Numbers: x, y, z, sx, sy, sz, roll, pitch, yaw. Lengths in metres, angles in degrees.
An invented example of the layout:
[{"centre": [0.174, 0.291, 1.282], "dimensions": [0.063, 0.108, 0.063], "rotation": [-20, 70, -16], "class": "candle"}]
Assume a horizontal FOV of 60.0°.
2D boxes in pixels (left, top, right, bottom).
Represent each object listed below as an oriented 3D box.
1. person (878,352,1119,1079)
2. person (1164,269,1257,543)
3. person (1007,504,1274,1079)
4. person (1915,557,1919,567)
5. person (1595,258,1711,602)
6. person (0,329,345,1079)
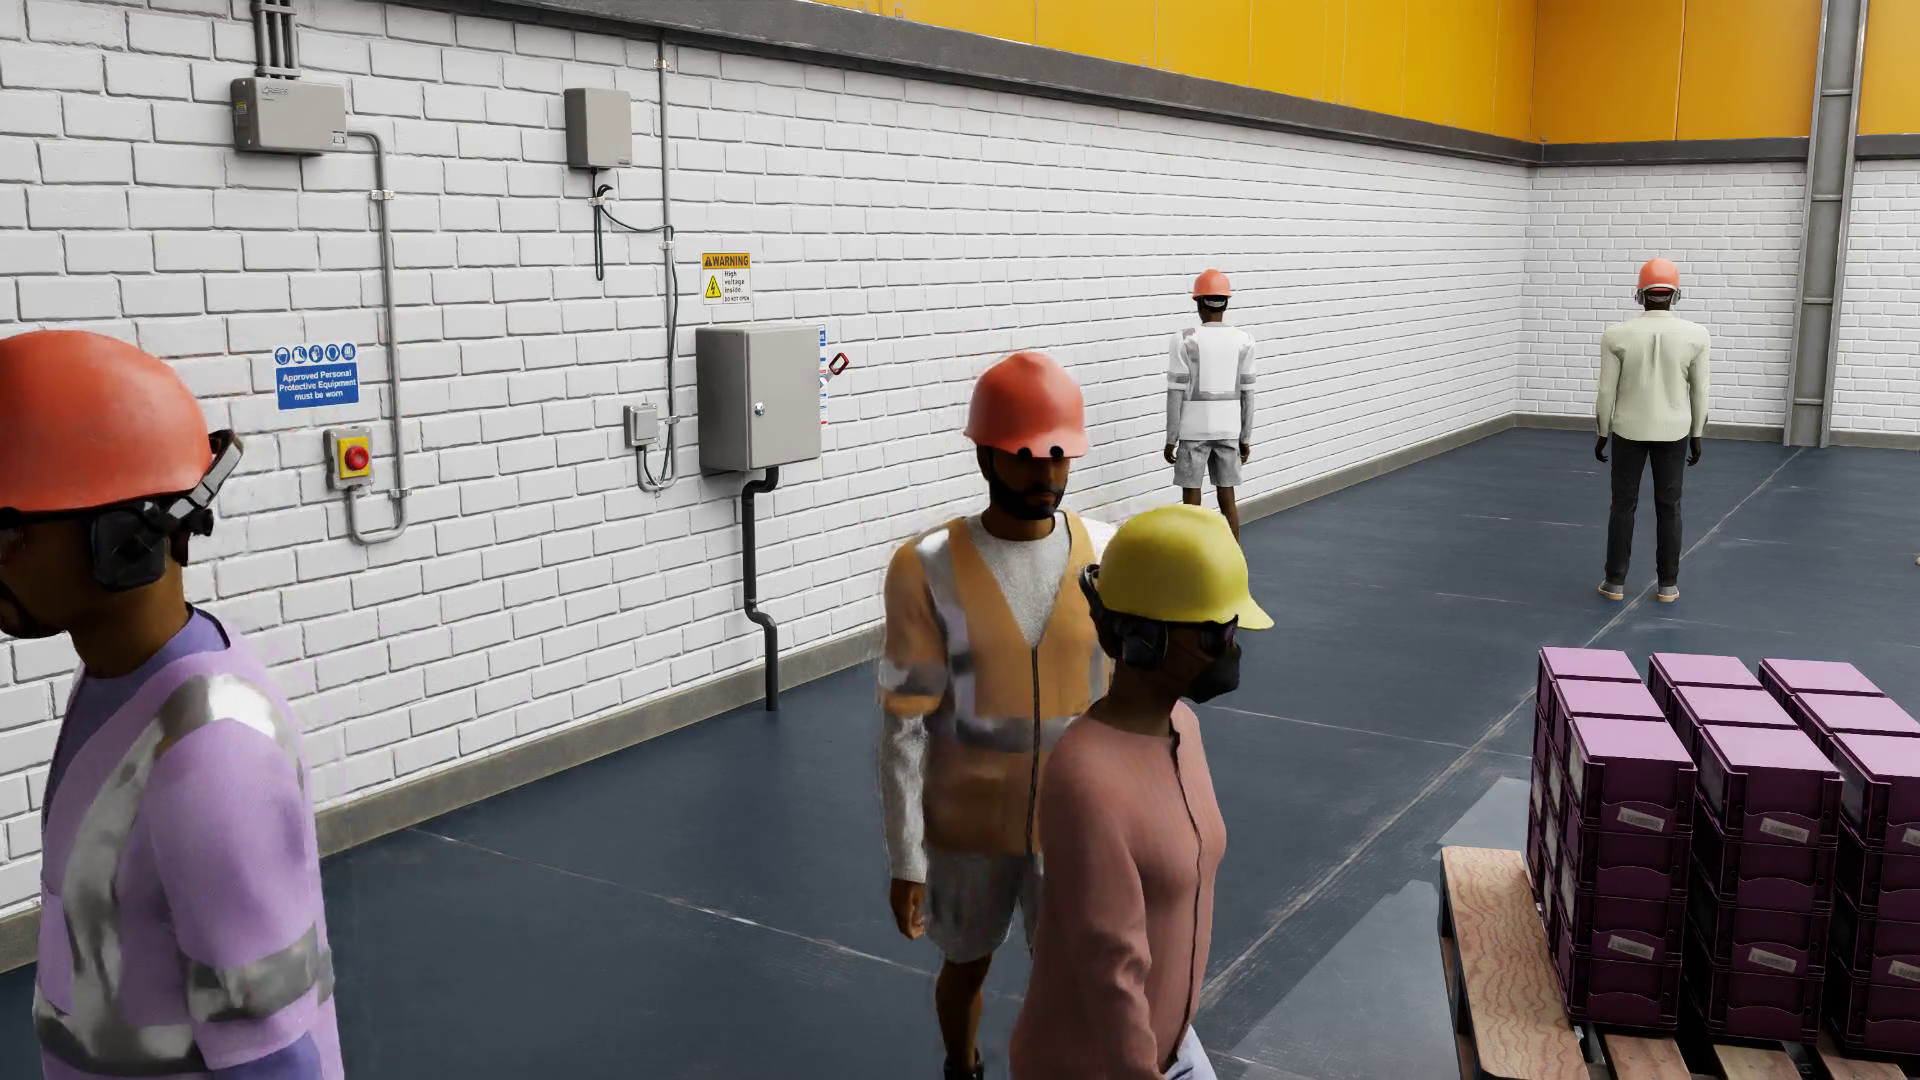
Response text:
[{"centre": [0.116, 0.562, 3.406], "dimensions": [0.575, 1.888, 1.007], "rotation": [-2, 10, -13], "class": "person"}, {"centre": [1.487, -0.649, 9.980], "dimensions": [0.542, 1.929, 0.383], "rotation": [-2, 10, -12], "class": "person"}, {"centre": [0.288, 0.801, 2.536], "dimensions": [0.914, 1.718, 0.530], "rotation": [6, 12, 29], "class": "person"}, {"centre": [6.381, -0.638, 10.557], "dimensions": [0.532, 1.696, 0.319], "rotation": [1, 10, 3], "class": "person"}, {"centre": [4.015, -0.631, 9.685], "dimensions": [0.612, 1.997, 0.375], "rotation": [3, 11, 16], "class": "person"}, {"centre": [-0.874, 0.741, 2.060], "dimensions": [0.995, 2.014, 0.602], "rotation": [-5, 12, -28], "class": "person"}]
